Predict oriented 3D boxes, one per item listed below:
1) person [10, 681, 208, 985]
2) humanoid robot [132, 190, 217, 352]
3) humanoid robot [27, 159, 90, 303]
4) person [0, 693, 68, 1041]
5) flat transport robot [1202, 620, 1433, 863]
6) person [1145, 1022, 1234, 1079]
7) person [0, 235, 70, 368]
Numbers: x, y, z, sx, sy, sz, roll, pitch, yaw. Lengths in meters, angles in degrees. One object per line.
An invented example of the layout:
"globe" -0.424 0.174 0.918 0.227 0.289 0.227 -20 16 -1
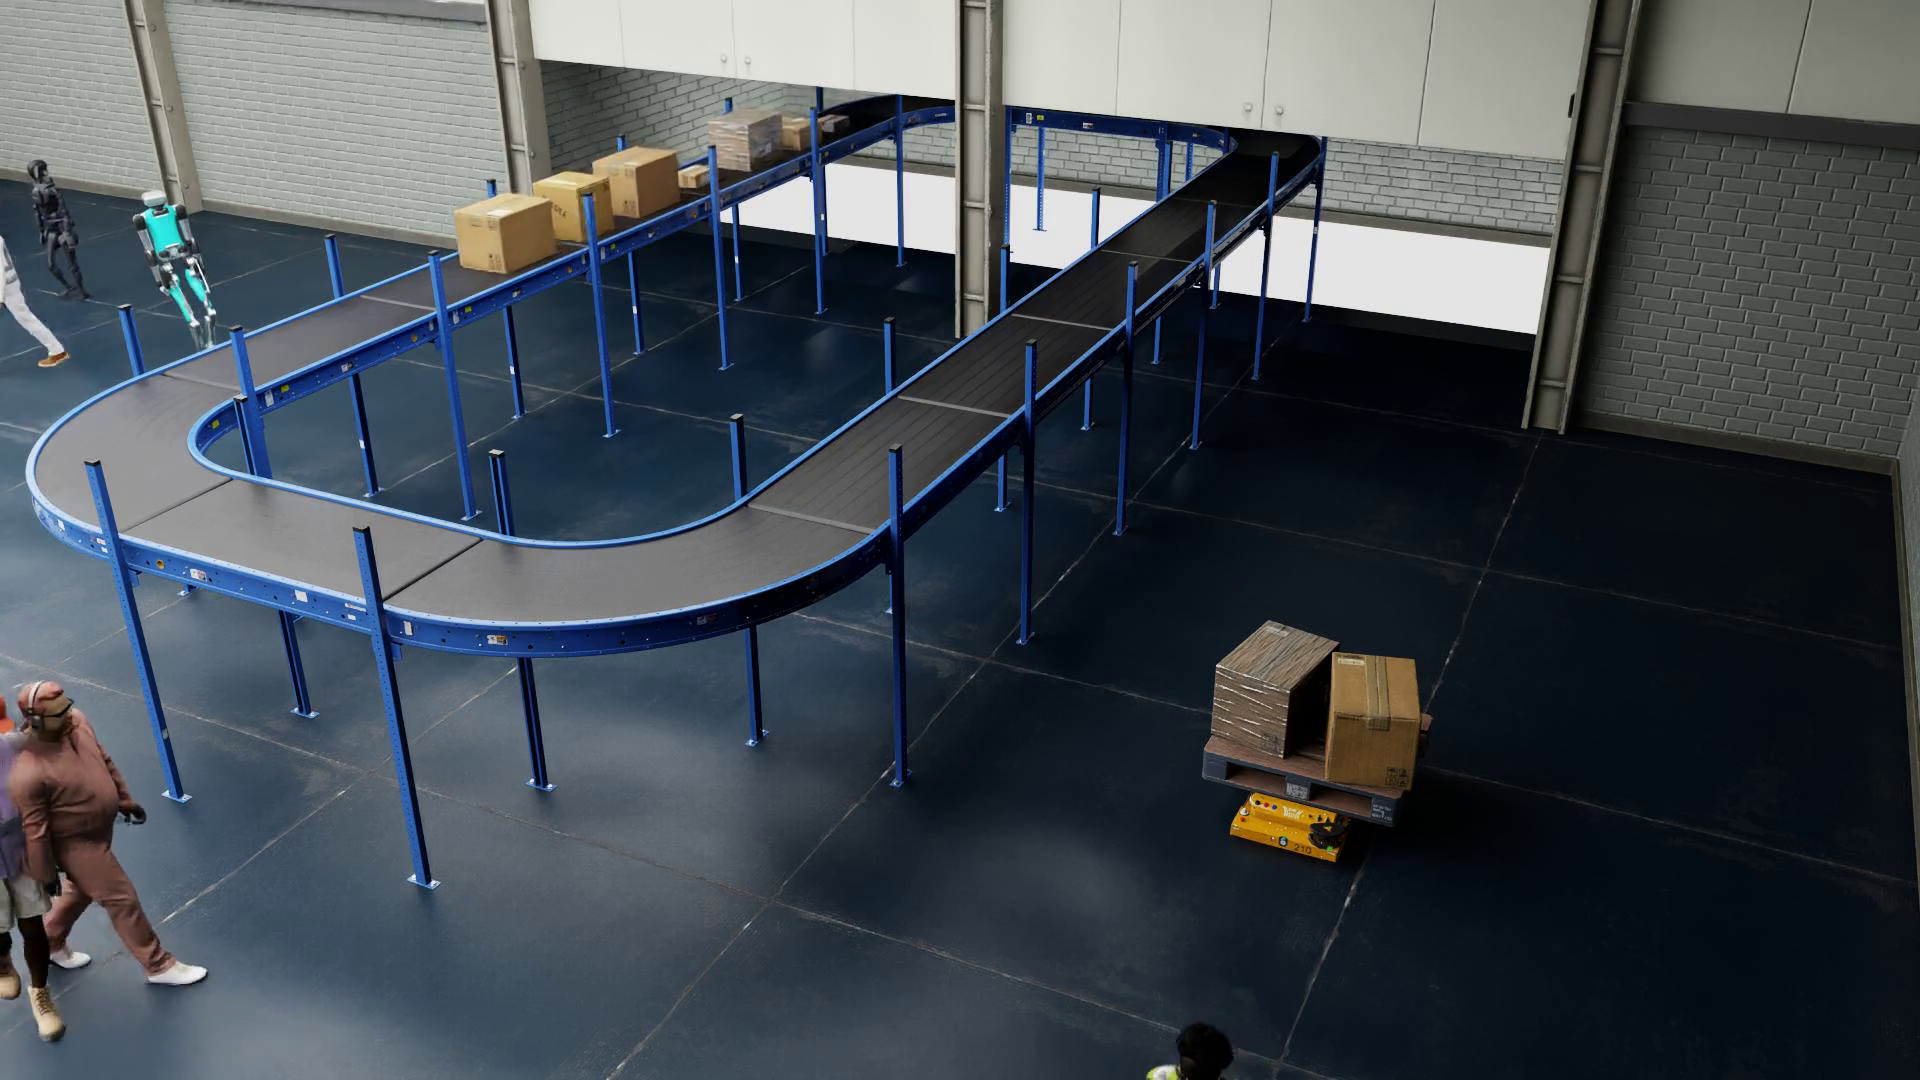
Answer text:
"person" -4.582 1.522 8.618 0.940 1.865 0.637 -3 27 -5
"humanoid robot" -8.036 -2.641 17.271 0.576 1.888 0.786 -24 35 -39
"humanoid robot" -10.321 -3.531 19.006 0.592 1.651 0.322 12 29 23
"person" -4.819 1.591 8.322 0.638 2.002 0.521 -22 34 -37
"flat transport robot" 2.245 1.493 10.468 0.659 0.231 1.431 12 29 23
"person" 0.936 2.599 6.644 0.546 1.687 0.370 18 31 31
"person" -9.736 -2.556 16.878 0.579 1.828 1.002 22 34 37
